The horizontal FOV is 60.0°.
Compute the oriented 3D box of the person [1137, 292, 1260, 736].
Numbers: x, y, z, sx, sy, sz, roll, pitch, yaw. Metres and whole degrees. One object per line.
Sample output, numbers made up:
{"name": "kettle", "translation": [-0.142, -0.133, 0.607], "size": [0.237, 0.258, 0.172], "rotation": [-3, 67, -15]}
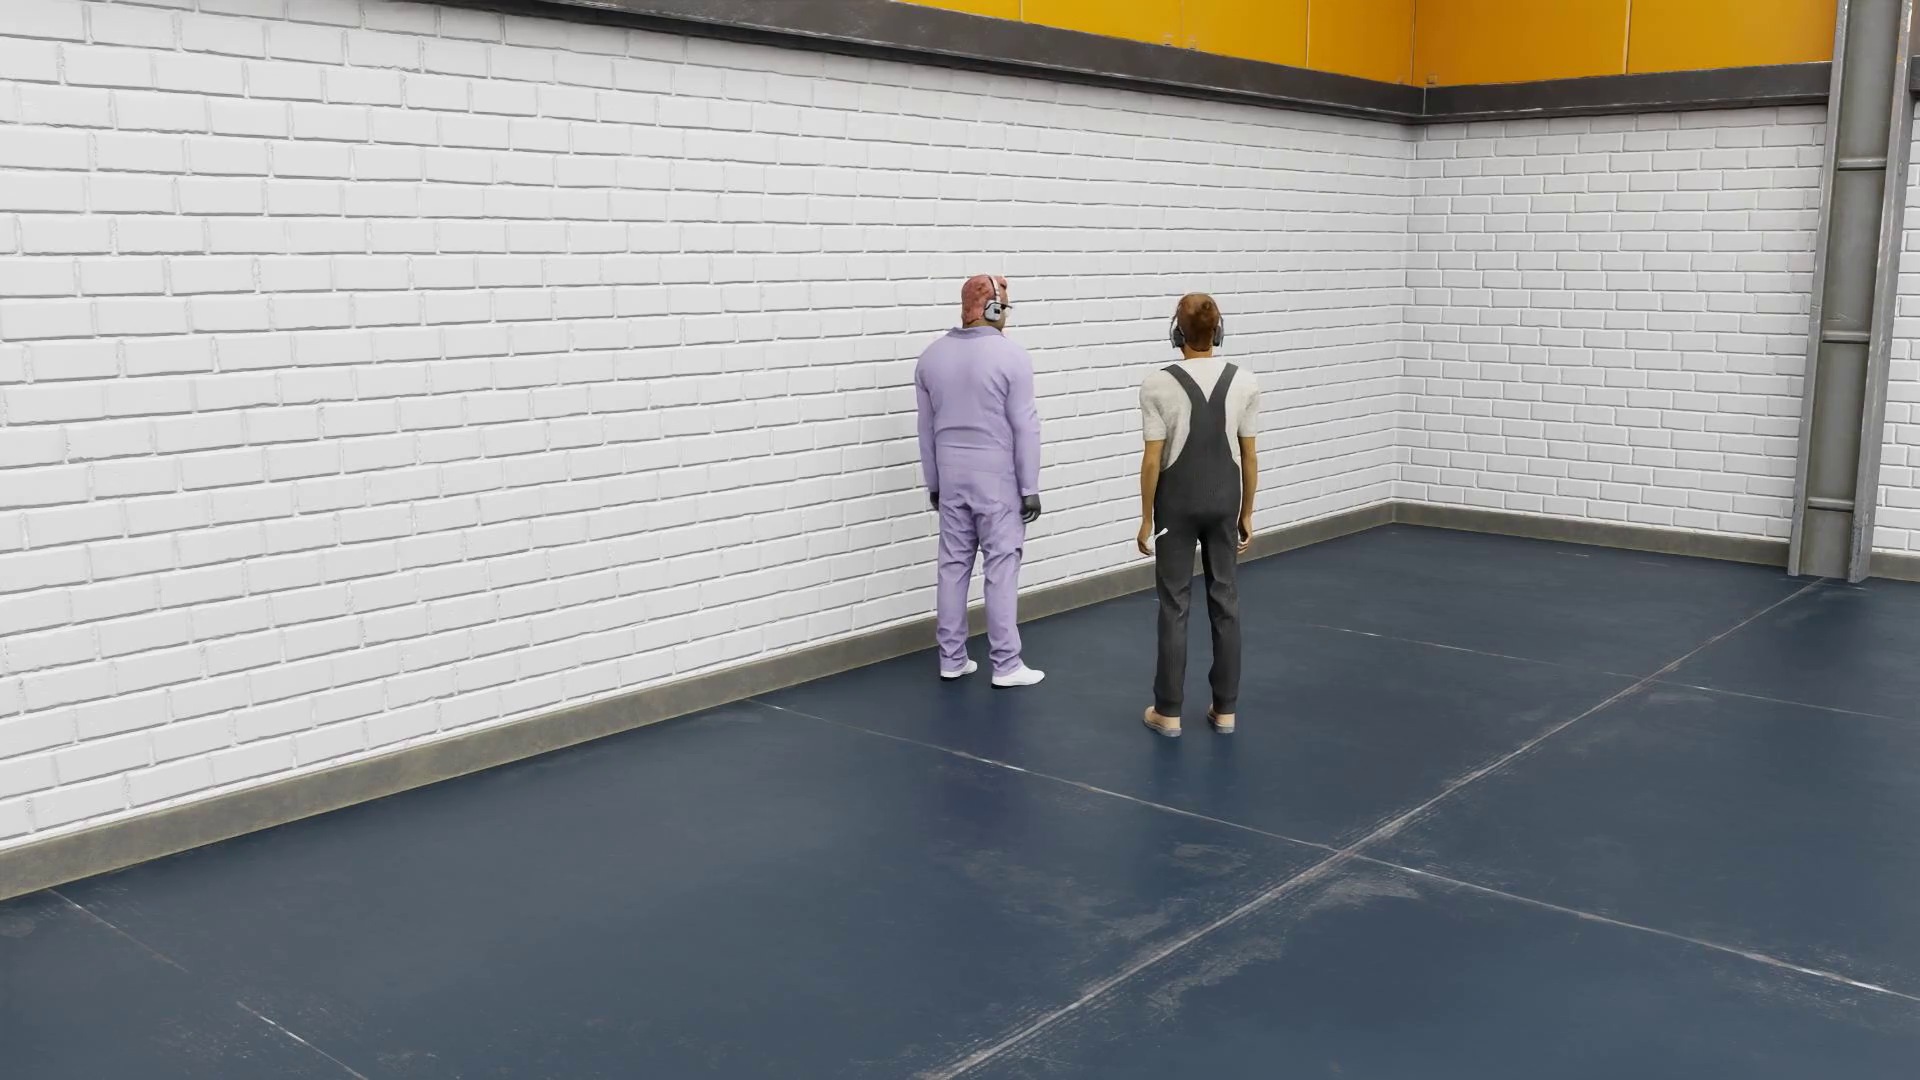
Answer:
{"name": "person", "translation": [0.977, -0.099, 6.902], "size": [0.508, 1.846, 0.345], "rotation": [-2, 10, -9]}

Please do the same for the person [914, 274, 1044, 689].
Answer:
{"name": "person", "translation": [0.115, -0.265, 7.693], "size": [0.636, 1.903, 0.405], "rotation": [7, 12, 35]}
